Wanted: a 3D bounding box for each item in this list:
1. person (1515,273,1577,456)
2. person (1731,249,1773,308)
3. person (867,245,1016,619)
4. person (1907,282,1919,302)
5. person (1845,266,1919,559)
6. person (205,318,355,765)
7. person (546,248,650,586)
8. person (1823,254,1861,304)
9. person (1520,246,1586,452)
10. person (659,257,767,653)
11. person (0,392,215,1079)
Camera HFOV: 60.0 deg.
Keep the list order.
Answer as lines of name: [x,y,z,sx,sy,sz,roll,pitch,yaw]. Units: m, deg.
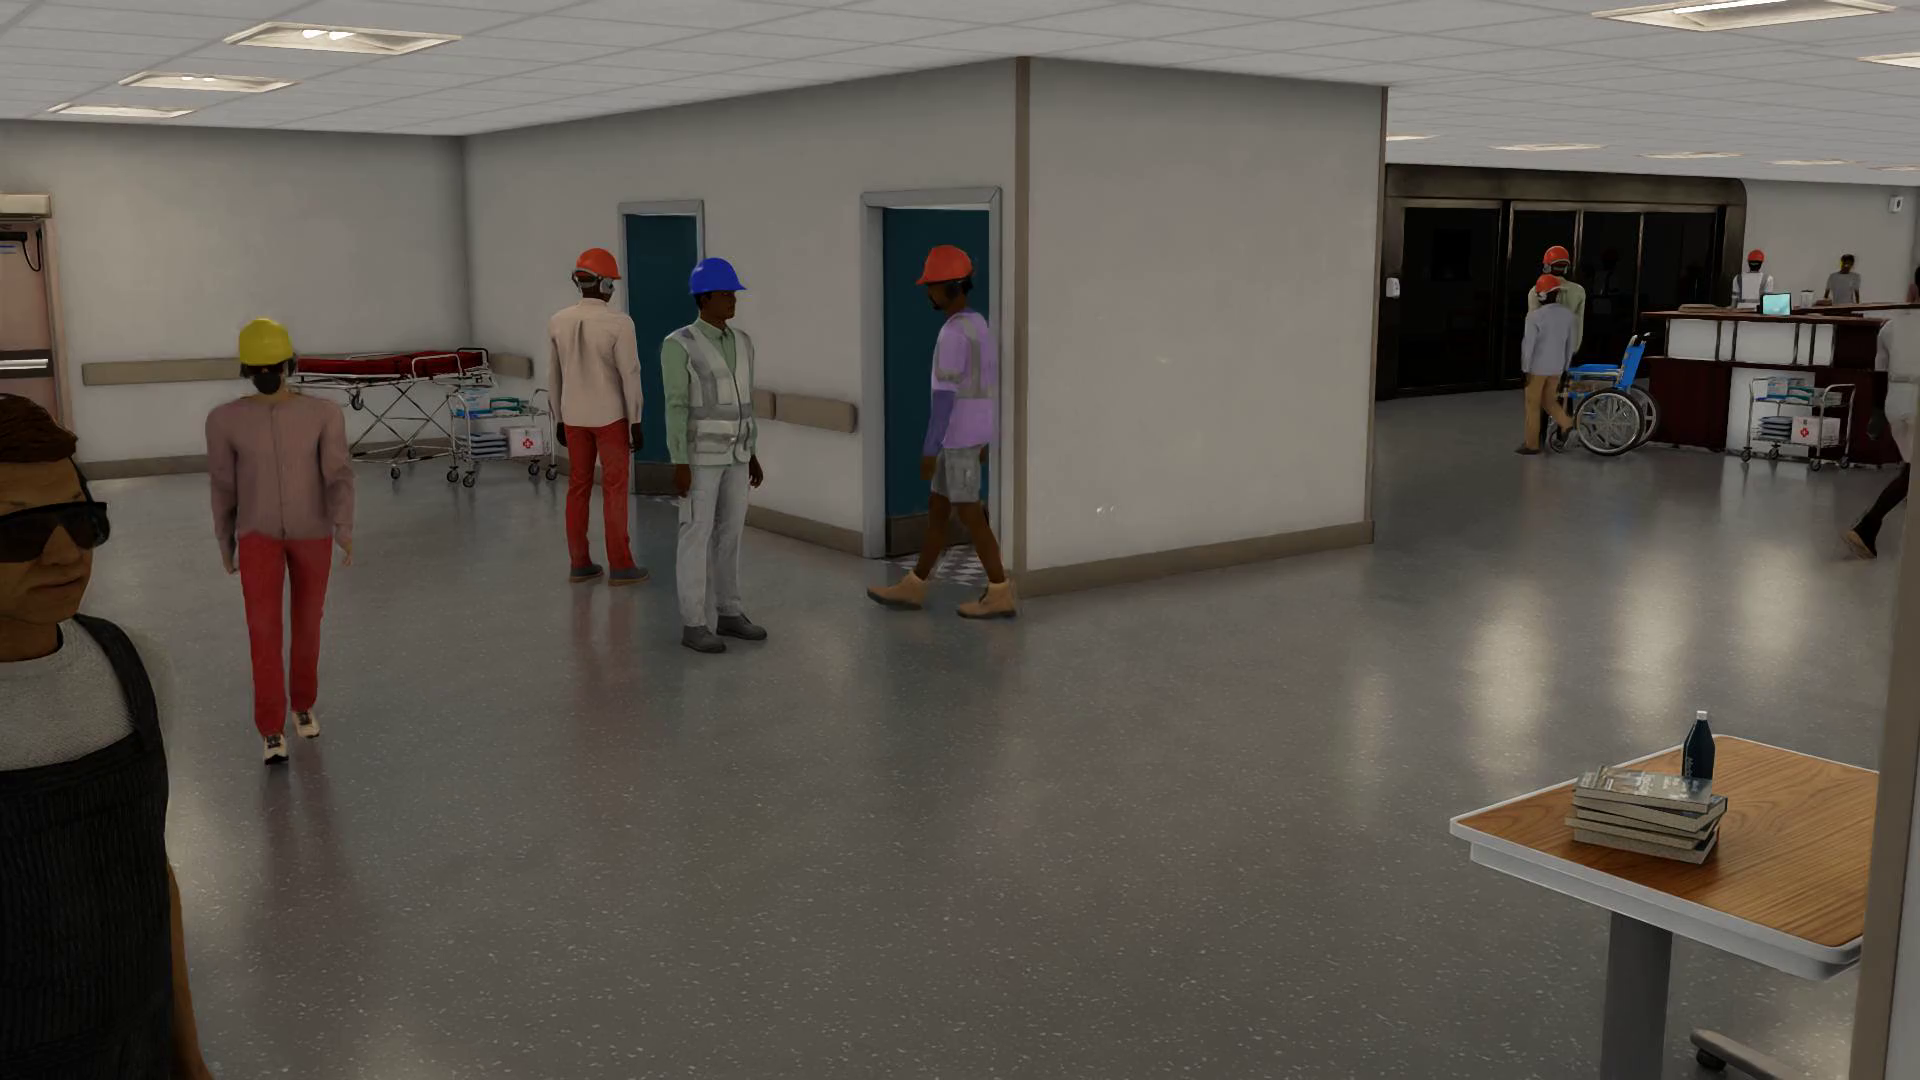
person: [5.561,-1.645,15.740,0.567,1.738,0.547,-5,11,-24]
person: [11.549,-3.263,24.281,0.547,1.933,0.384,7,13,36]
person: [-0.088,-0.560,8.918,0.863,2.003,0.632,2,10,9]
person: [15.217,-3.499,26.145,0.859,1.723,0.555,-8,13,-37]
person: [6.110,-0.830,10.681,0.959,1.930,0.602,-3,11,-16]
person: [-2.646,0.006,6.542,0.527,1.726,0.852,-5,11,-25]
person: [-2.139,-0.724,9.875,0.623,1.989,0.401,4,11,22]
person: [14.535,-3.790,27.473,0.599,1.847,0.411,6,12,29]
person: [5.739,-1.841,16.125,0.608,1.995,0.377,-3,10,-14]
person: [-1.227,-0.427,8.326,0.379,1.950,0.608,7,12,34]
person: [-1.153,0.736,2.105,0.349,1.847,0.505,4,11,23]
